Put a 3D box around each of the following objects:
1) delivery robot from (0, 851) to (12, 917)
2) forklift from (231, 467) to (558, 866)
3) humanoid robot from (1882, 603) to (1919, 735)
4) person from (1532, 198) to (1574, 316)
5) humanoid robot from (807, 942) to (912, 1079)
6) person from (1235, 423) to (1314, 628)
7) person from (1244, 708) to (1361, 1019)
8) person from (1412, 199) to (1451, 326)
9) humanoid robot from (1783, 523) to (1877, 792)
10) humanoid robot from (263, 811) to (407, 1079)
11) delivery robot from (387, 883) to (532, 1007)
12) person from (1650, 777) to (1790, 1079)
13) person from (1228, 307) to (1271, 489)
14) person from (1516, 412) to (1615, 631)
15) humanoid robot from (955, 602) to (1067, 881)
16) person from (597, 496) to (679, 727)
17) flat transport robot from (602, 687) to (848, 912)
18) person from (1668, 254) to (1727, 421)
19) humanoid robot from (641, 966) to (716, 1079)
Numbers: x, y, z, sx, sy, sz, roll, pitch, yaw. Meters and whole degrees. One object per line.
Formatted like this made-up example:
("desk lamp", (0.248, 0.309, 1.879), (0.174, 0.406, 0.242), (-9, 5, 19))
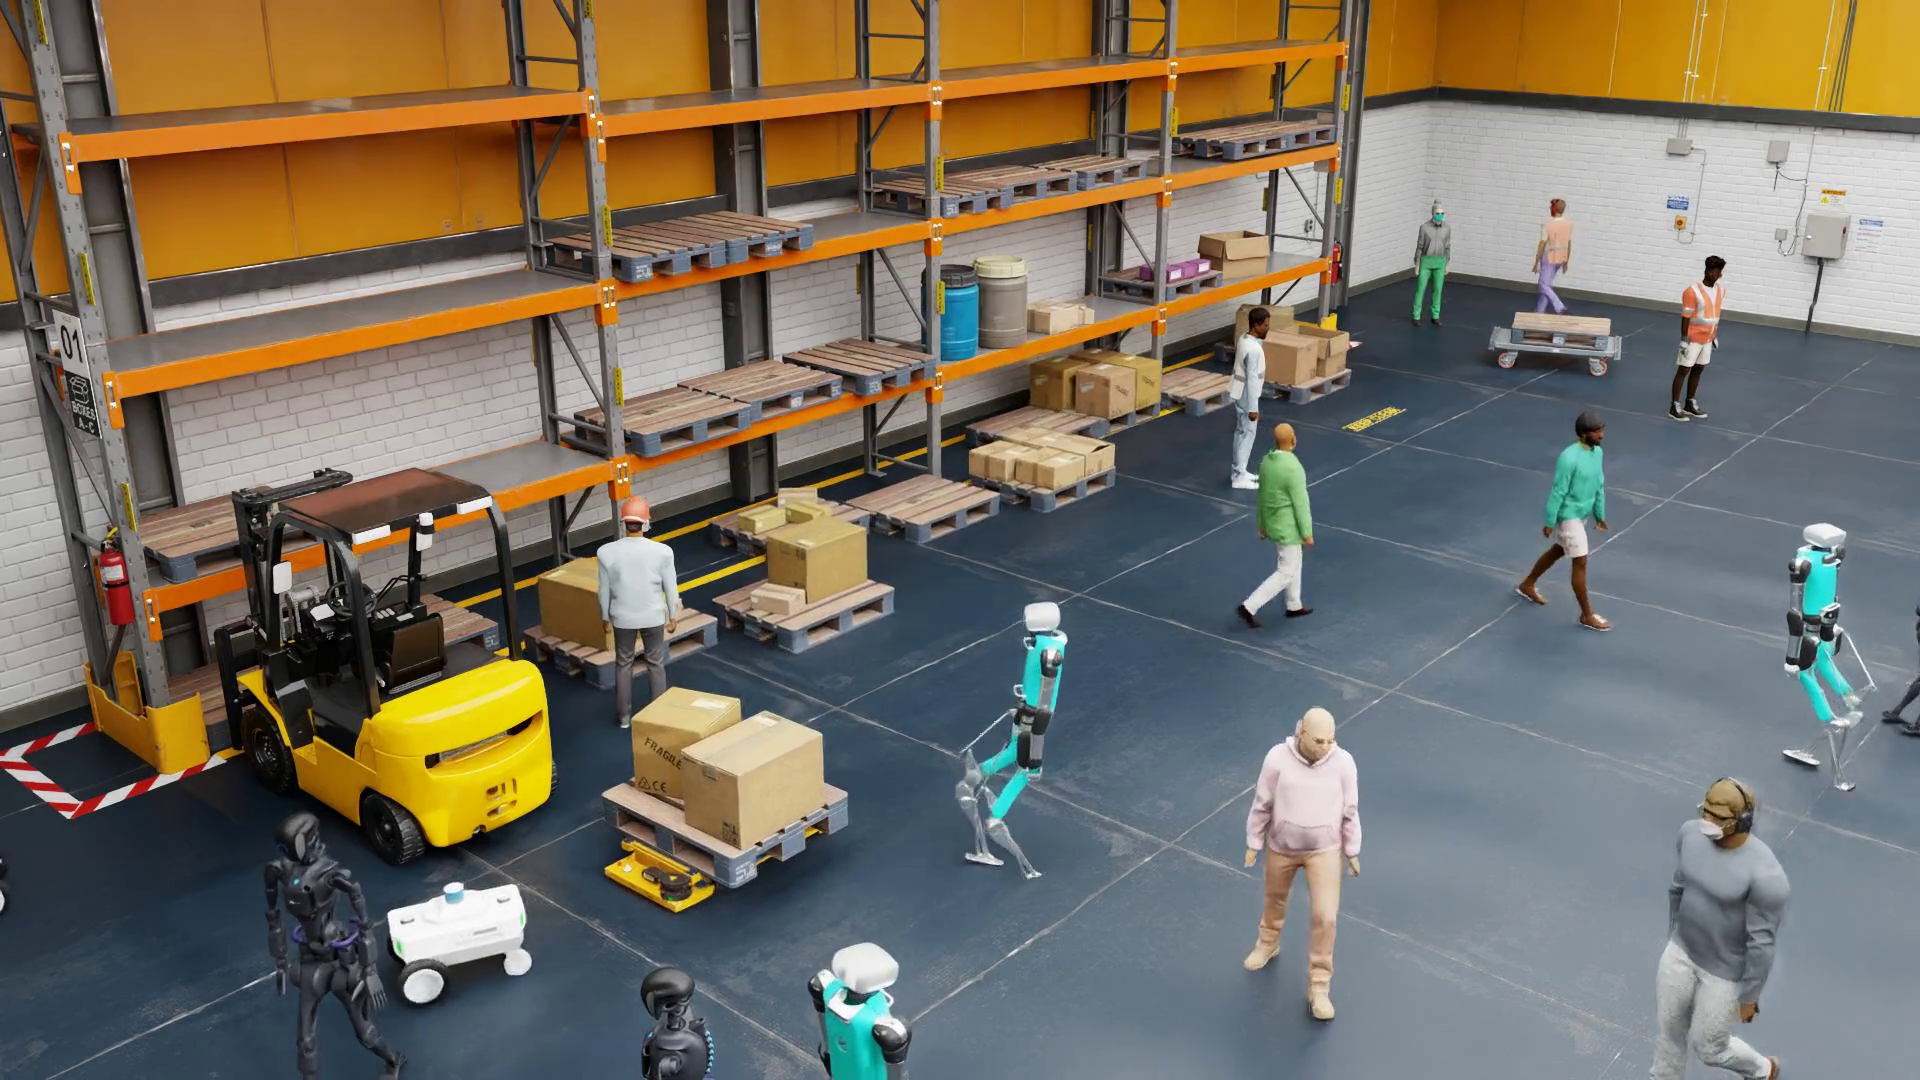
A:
("delivery robot", (-6.004, 1.977, 9.780), (0.764, 0.593, 0.505), (-12, 23, -28))
("forklift", (-3.730, 0.710, 10.856), (2.313, 2.155, 1.214), (17, 26, 38))
("humanoid robot", (6.972, 0.620, 11.883), (0.410, 1.670, 0.593), (5, 21, 14))
("person", (8.697, -4.076, 24.353), (0.578, 1.822, 0.772), (-11, 23, -26))
("humanoid robot", (-0.219, 2.394, 6.954), (0.762, 1.788, 0.545), (-18, 27, -41))
("person", (2.658, -0.112, 13.721), (0.794, 1.741, 0.551), (-6, 21, -16))
("person", (1.835, 1.672, 8.900), (0.616, 1.741, 0.791), (4, 21, 12))
("person", (6.877, -4.042, 24.239), (0.521, 1.838, 0.328), (-1, 20, -3))
("humanoid robot", (5.952, 0.860, 11.229), (0.547, 1.865, 0.822), (-14, 24, -33))
("humanoid robot", (-3.049, 2.039, 8.055), (0.608, 1.646, 0.588), (5, 21, 13))
("delivery robot", (-2.803, 2.197, 9.213), (0.803, 0.614, 0.499), (-9, 22, -22))
("person", (3.578, 1.971, 7.830), (0.721, 1.924, 0.640), (-7, 21, -19))
("person", (2.970, -1.463, 17.159), (0.400, 1.908, 0.597), (1, 20, 2))
("person", (5.132, -0.212, 13.914), (0.535, 1.802, 0.972), (-16, 26, -37))
("humanoid robot", (0.247, 1.234, 10.092), (0.790, 1.773, 0.536), (-1, 20, -4))
("person", (-2.312, 0.524, 12.010), (0.572, 1.737, 0.350), (-3, 20, -7))
("flat transport robot", (-1.463, 1.873, 10.476), (0.659, 0.231, 1.431), (16, 26, 37))
("person", (8.706, -2.383, 19.571), (0.605, 1.957, 0.385), (-9, 22, -24))
("humanoid robot", (-1.130, 2.467, 6.815), (0.315, 1.655, 0.599), (-1, 20, -2))
